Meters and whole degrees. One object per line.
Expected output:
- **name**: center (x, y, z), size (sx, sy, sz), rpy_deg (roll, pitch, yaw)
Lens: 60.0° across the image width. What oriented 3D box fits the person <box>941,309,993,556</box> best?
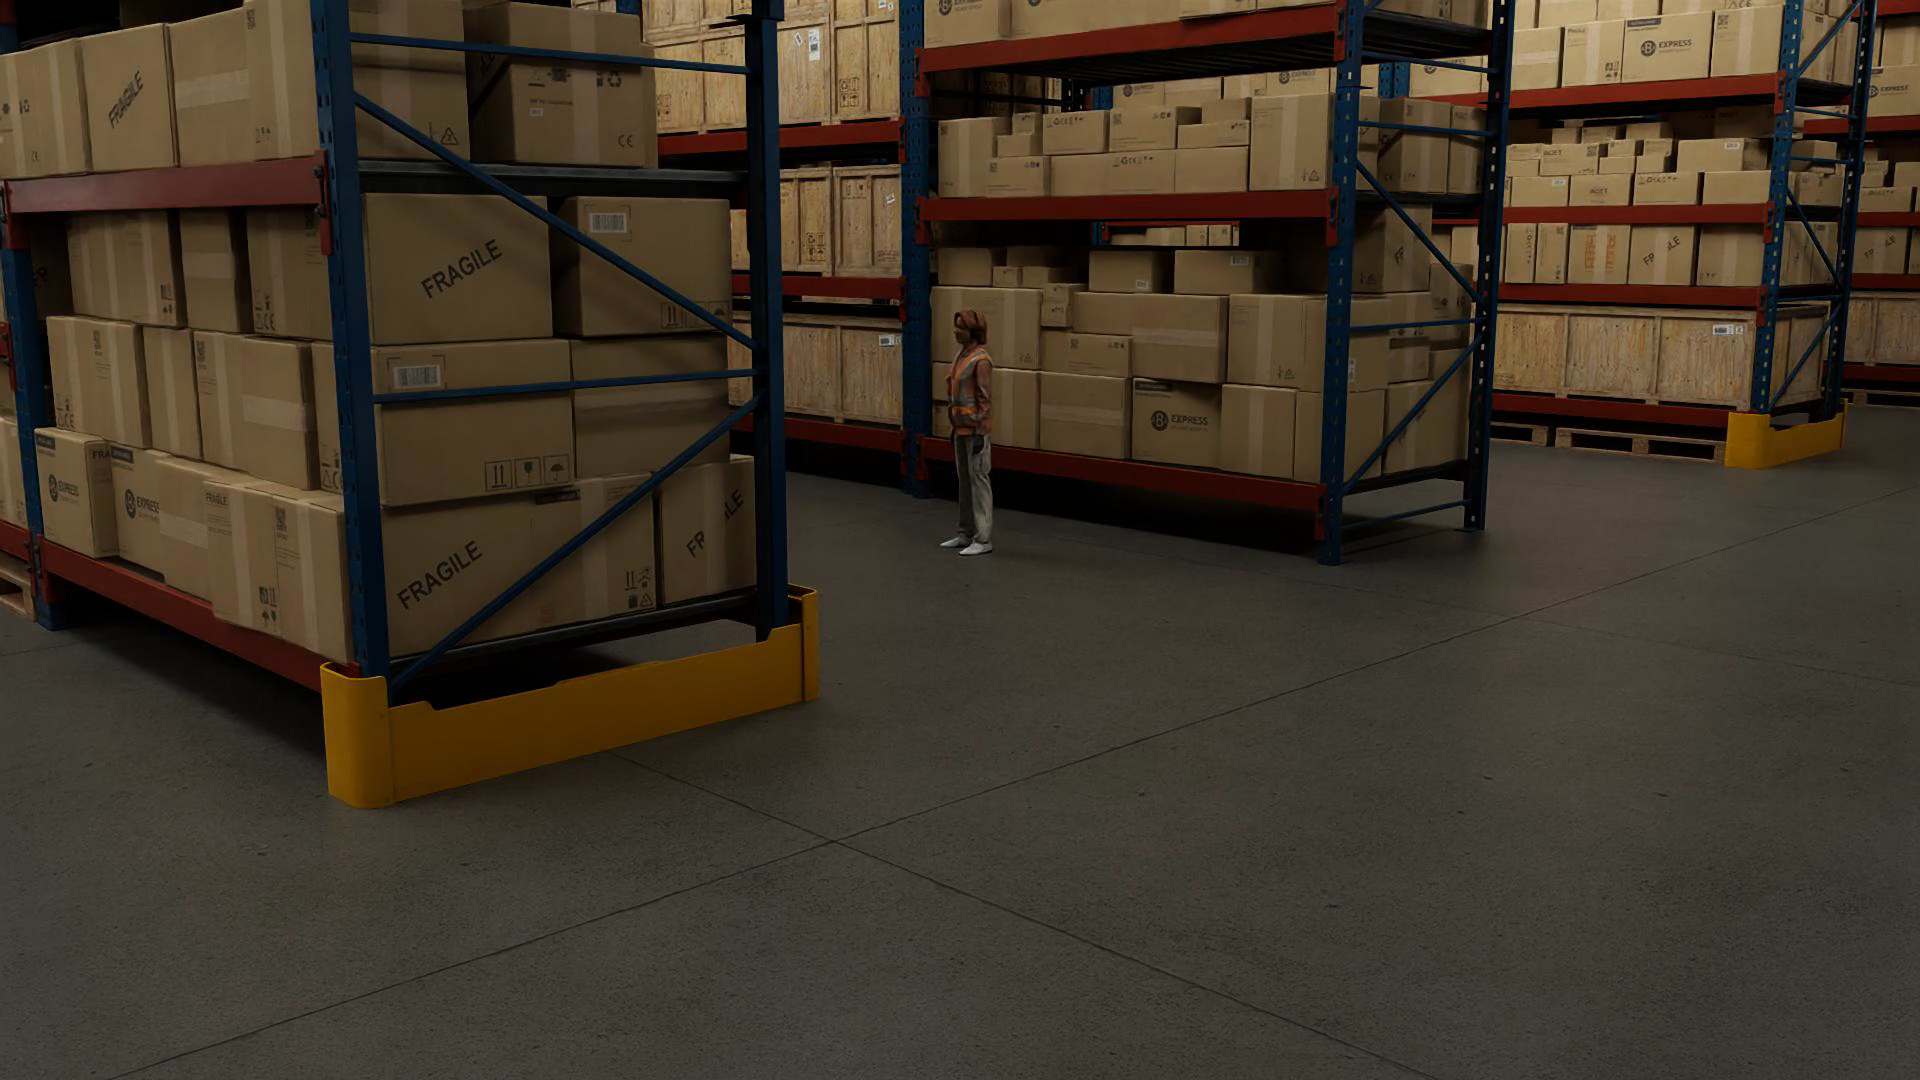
- **person**: center (0.069, -0.722, 11.161), size (0.307, 1.645, 0.518), rpy_deg (-4, 11, -21)
